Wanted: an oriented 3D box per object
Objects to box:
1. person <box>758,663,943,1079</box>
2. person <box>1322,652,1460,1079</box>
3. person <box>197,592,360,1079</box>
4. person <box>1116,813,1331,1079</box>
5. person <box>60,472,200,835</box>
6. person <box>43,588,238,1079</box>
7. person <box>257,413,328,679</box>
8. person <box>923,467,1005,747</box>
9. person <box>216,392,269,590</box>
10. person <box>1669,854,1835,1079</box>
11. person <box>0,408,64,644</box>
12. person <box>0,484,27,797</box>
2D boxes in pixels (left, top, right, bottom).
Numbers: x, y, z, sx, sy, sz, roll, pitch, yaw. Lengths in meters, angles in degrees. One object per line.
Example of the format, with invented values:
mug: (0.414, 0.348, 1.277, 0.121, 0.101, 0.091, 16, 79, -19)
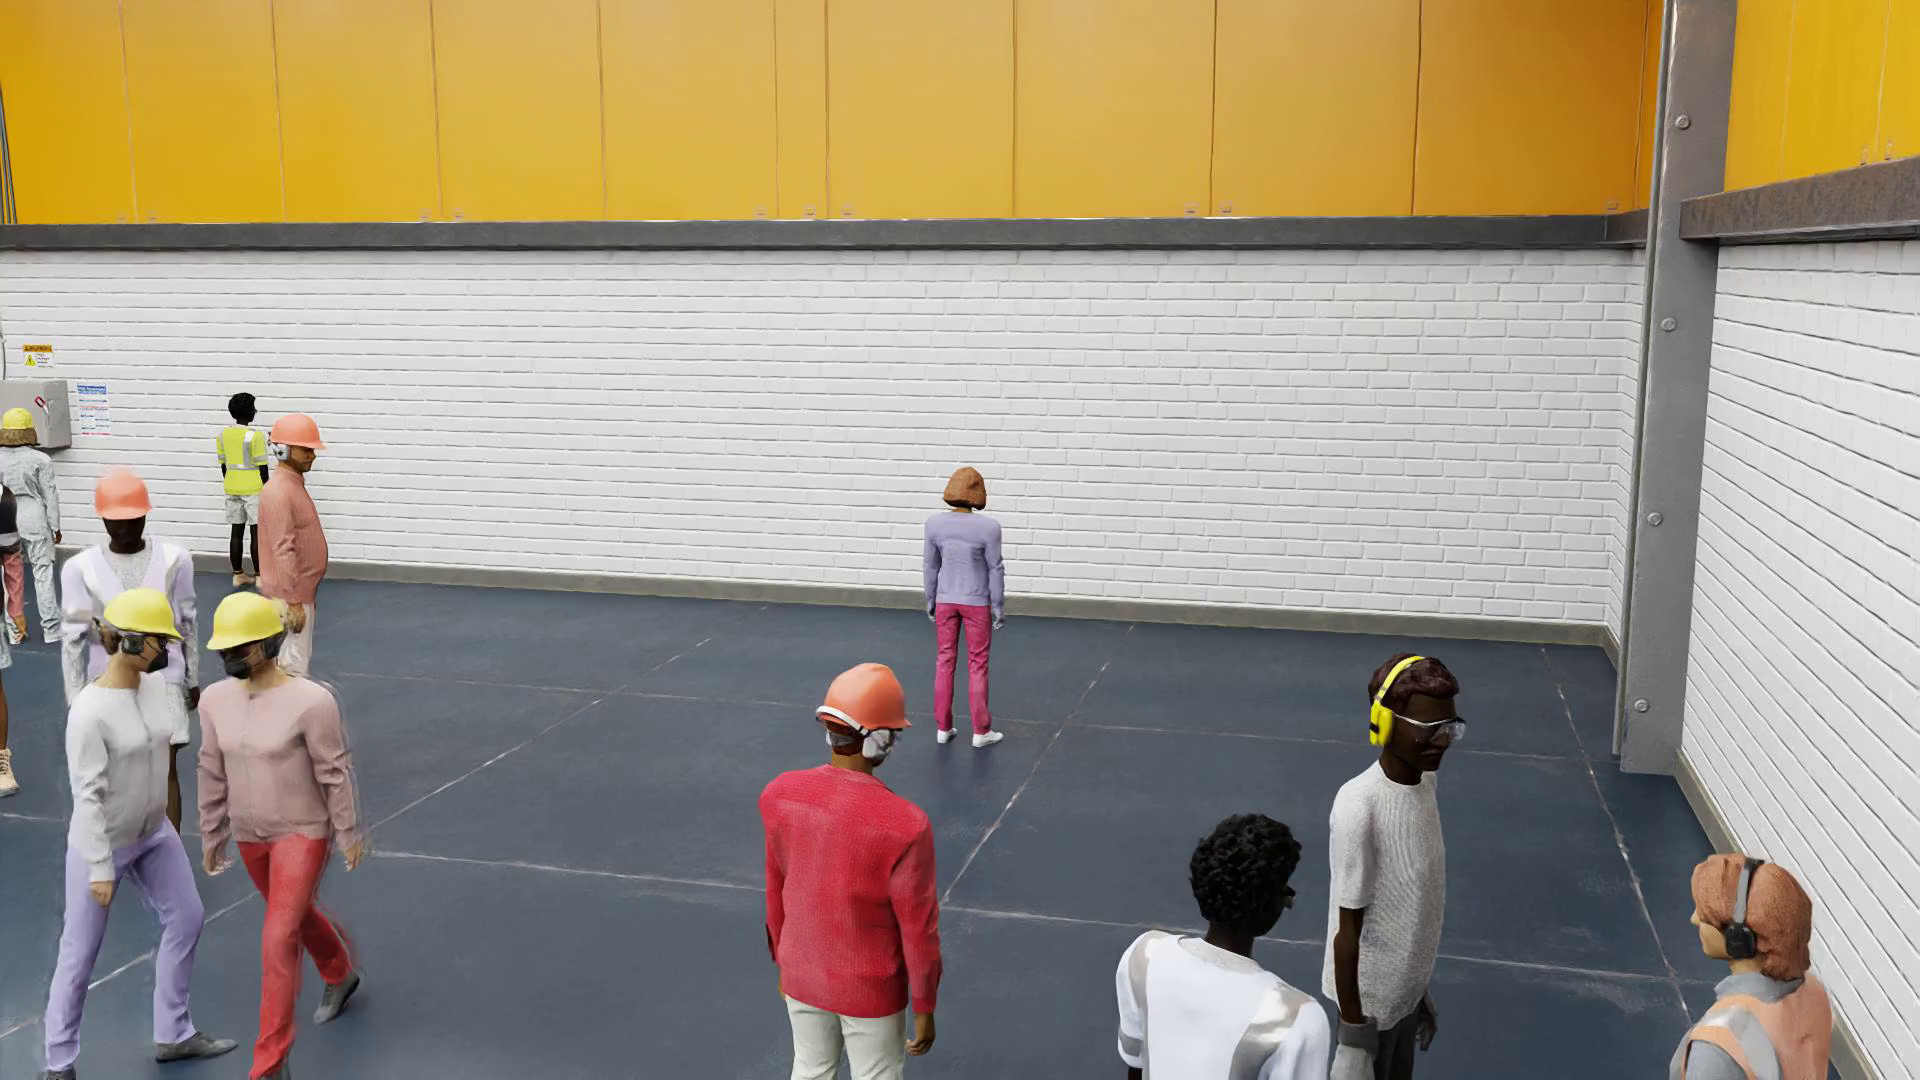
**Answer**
person: (-0.288, 1.195, 4.626, 0.571, 1.739, 0.353, 6, 11, 31)
person: (1.093, 1.196, 4.246, 0.317, 1.865, 0.523, 7, 12, 35)
person: (-2.372, 1.004, 5.837, 0.528, 1.723, 0.920, 2, 10, 14)
person: (0.554, 1.403, 3.549, 0.321, 1.685, 0.542, -9, 13, -43)
person: (-3.732, 0.632, 7.523, 0.568, 1.880, 1.009, -5, 11, -28)
person: (-2.896, 1.035, 5.643, 0.461, 1.720, 0.662, 2, 10, 14)
person: (-3.656, 0.294, 9.199, 0.392, 1.988, 0.609, -3, 10, -16)
person: (0.027, 0.387, 9.693, 0.503, 1.631, 0.282, 5, 11, 25)
person: (-6.090, -0.414, 14.223, 0.538, 1.696, 0.317, 4, 11, 23)
person: (1.621, 1.449, 3.460, 0.520, 1.632, 0.314, -8, 13, -41)
person: (-6.878, -0.103, 12.254, 0.493, 1.743, 0.300, -1, 10, -7)
person: (-5.201, 0.360, 8.651, 0.611, 2.040, 0.393, -5, 11, -27)
